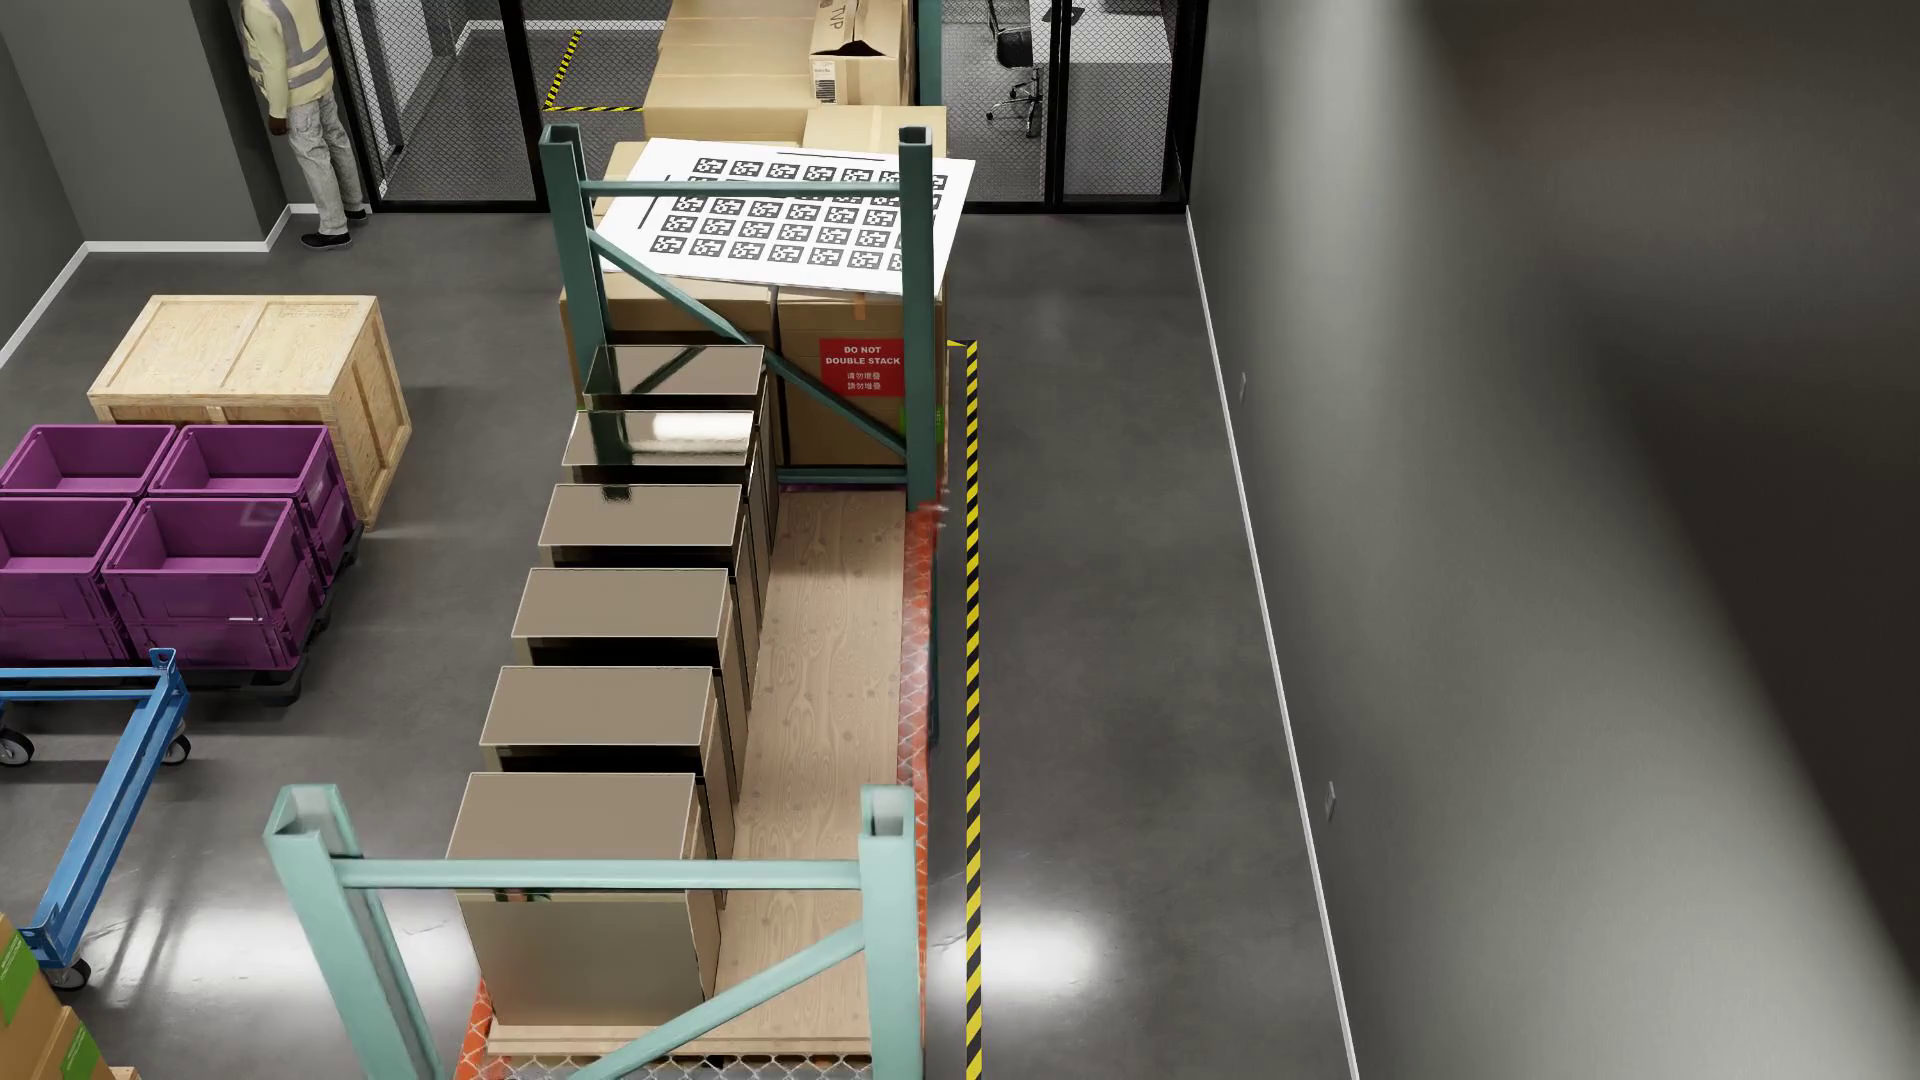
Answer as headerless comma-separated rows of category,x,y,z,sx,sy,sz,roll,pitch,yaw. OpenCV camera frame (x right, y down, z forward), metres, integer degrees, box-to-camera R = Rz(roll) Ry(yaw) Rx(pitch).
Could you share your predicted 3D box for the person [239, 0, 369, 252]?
person,-3.480,-2.388,8.694,0.403,1.835,0.586,5,41,6
